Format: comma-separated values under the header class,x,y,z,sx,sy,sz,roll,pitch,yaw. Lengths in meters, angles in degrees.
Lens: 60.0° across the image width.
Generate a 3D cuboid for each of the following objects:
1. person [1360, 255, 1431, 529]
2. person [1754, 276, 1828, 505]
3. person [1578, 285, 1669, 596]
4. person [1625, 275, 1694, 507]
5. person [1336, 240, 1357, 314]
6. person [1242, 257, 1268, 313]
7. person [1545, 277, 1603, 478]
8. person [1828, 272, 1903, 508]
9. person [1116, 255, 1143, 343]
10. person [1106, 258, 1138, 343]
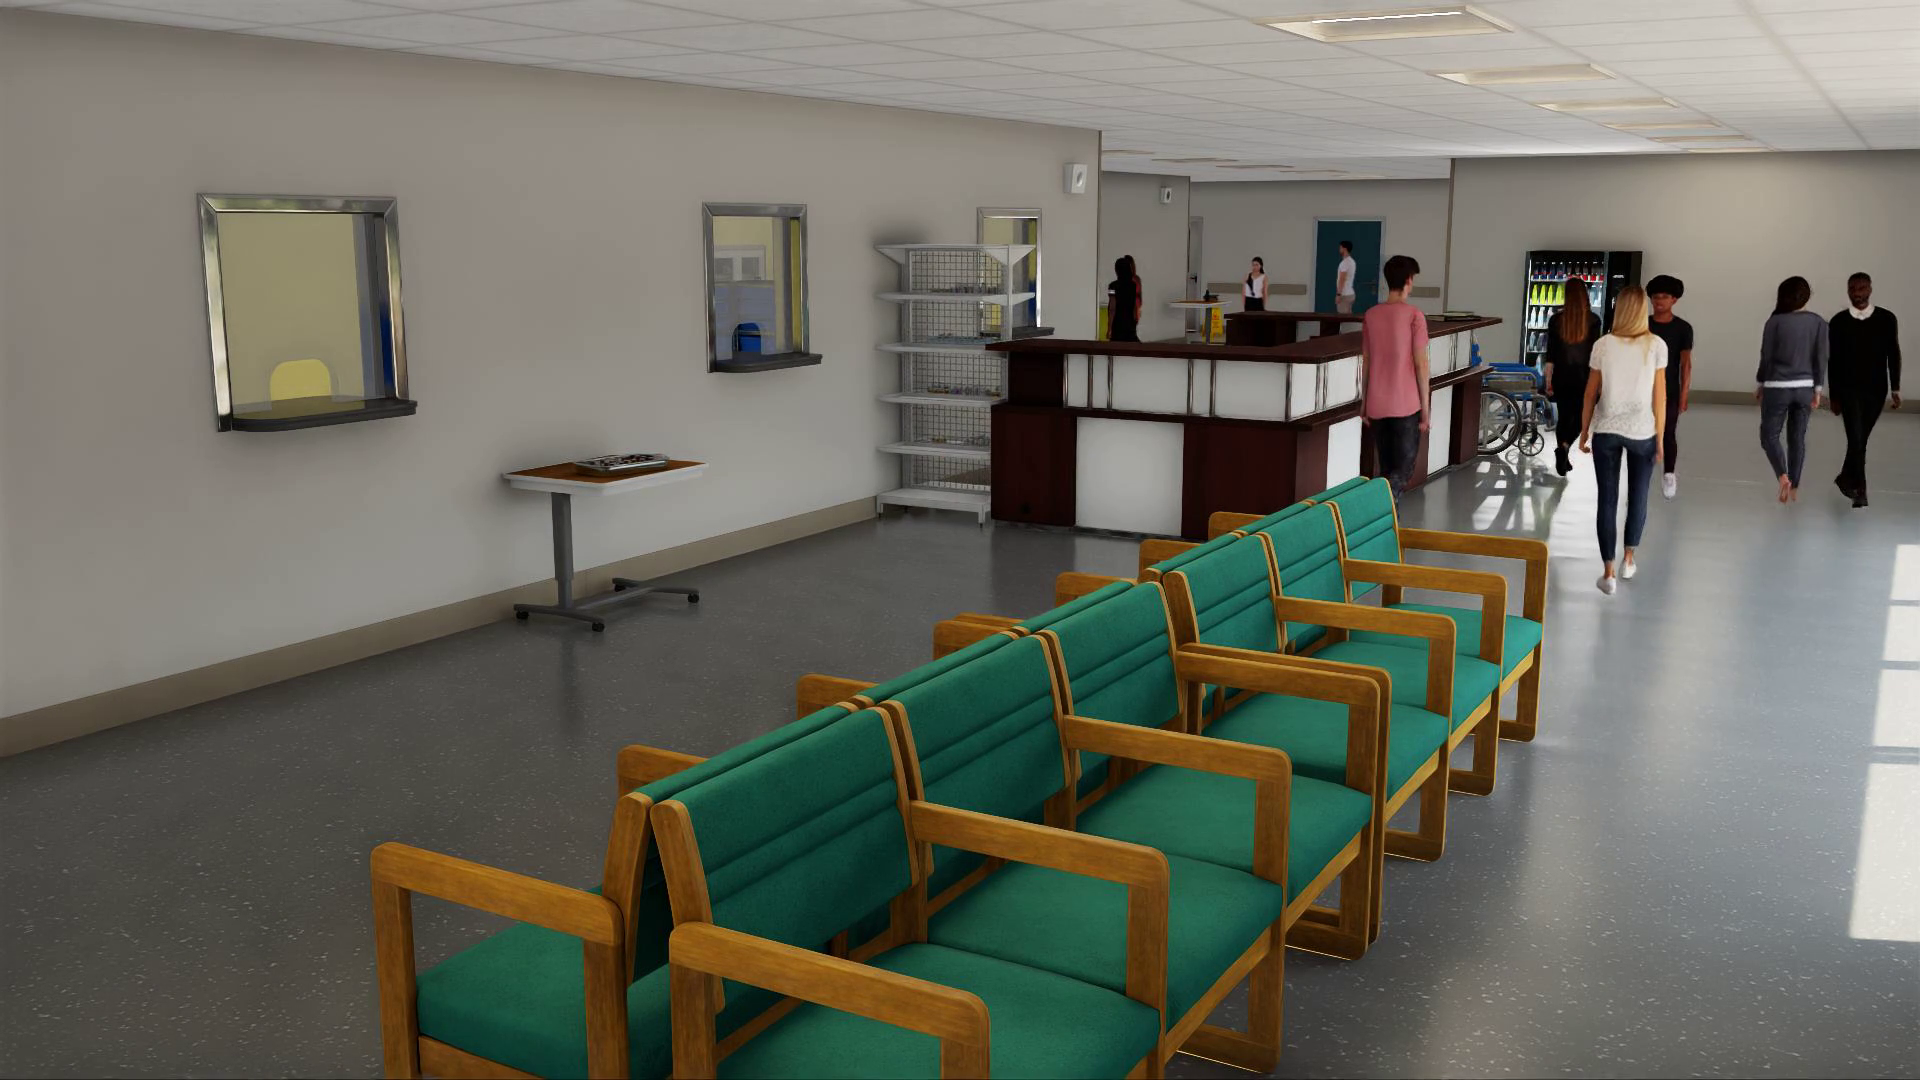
class,x,y,z,sx,sy,sz,roll,pitch,yaw
person,2.760,-0.838,10.723,0.894,1.944,1.048,-10,15,-42
person,6.422,-1.144,12.855,0.971,1.749,0.892,2,11,13
person,3.872,-0.561,9.682,0.898,1.787,0.797,3,11,17
person,5.377,-1.148,12.823,0.692,1.770,0.708,7,13,34
person,6.615,-4.180,28.487,0.575,1.885,0.665,6,12,28
person,4.701,-3.673,26.516,0.891,1.626,0.653,5,12,23
person,5.178,-1.350,14.104,0.982,1.689,0.740,8,13,35
person,6.909,-1.136,12.783,1.251,1.761,0.931,3,11,14
person,2.592,-3.422,25.127,0.911,1.650,1.135,-10,15,-44
person,2.053,-2.693,21.055,0.689,1.737,0.694,-8,13,-35
